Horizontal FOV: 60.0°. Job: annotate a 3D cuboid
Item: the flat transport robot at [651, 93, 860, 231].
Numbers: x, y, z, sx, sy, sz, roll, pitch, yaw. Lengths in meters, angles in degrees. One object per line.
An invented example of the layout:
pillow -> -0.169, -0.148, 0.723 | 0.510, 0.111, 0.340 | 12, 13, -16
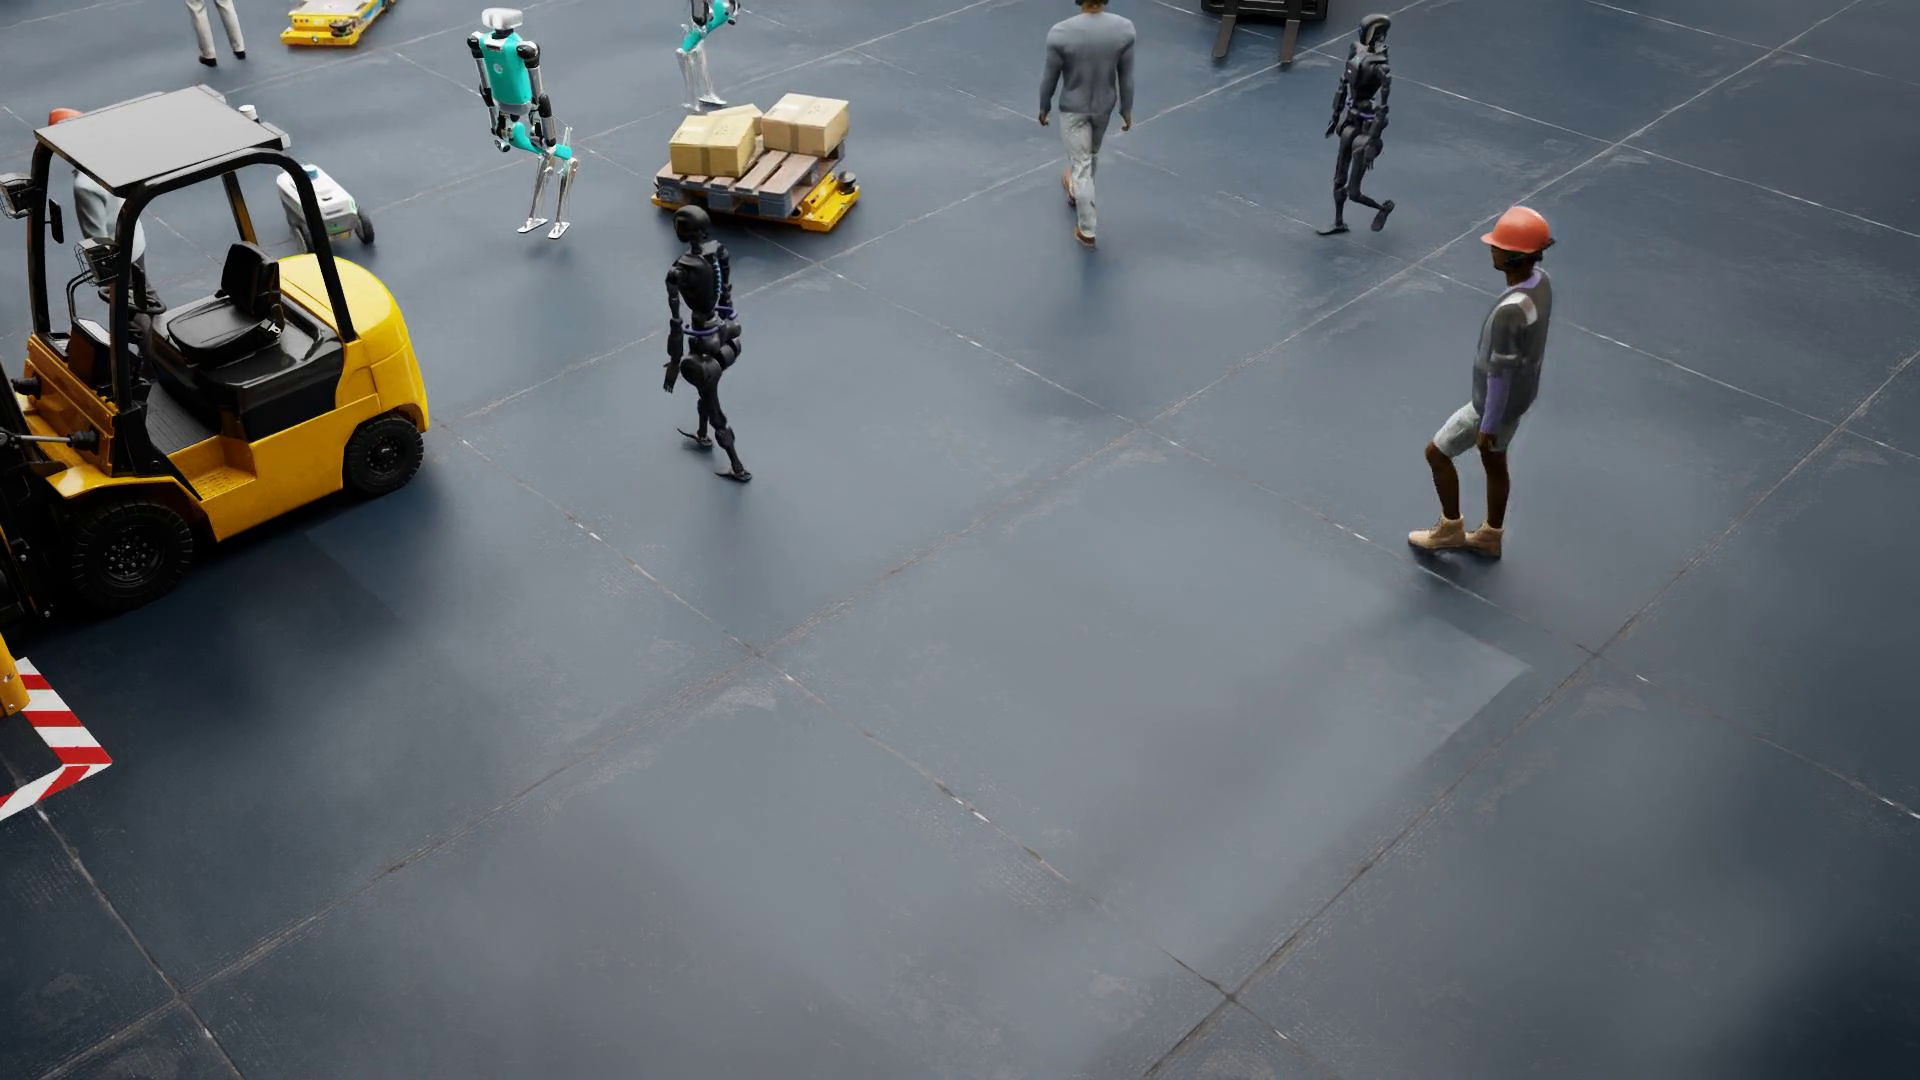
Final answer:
flat transport robot -> -1.539, -2.626, 12.511 | 1.431, 0.231, 0.659 | 11, 38, 15

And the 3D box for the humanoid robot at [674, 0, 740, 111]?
humanoid robot -> -2.117, -4.374, 13.628 | 0.807, 1.766, 0.532 | 23, 43, 28

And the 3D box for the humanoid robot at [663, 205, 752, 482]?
humanoid robot -> -1.477, -1.110, 9.320 | 0.627, 1.639, 0.585 | 17, 40, 22

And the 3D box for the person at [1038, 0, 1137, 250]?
person -> 0.858, -3.100, 11.791 | 0.653, 1.888, 0.984 | -9, 38, -12

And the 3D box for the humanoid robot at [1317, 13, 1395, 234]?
humanoid robot -> 2.882, -2.929, 11.741 | 0.510, 1.639, 0.600 | -13, 39, -16

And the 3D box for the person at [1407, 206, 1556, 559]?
person -> 2.704, -0.765, 8.564 | 0.630, 2.019, 0.617 | 22, 42, 26

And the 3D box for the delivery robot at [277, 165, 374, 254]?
delivery robot -> -4.605, -2.386, 11.964 | 0.499, 0.610, 0.811 | -25, 43, -30

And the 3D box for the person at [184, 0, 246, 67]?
person -> -6.651, -5.037, 14.475 | 0.550, 1.782, 0.384 | -27, 44, -31

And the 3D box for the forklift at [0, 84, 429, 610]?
forklift -> -4.145, -1.093, 8.856 | 2.313, 2.155, 1.214 | -31, 47, -34

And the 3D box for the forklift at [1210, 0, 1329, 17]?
forklift -> 3.106, -6.400, 15.960 | 1.214, 2.155, 2.313 | 8, 37, 10

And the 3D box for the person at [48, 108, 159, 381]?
person -> -5.187, -1.801, 10.180 | 0.351, 1.739, 0.572 | -4, 37, -5

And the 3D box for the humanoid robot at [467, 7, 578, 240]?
humanoid robot -> -2.947, -2.951, 11.609 | 0.533, 1.677, 0.735 | 15, 39, 19

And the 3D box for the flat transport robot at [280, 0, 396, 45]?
flat transport robot -> -5.832, -5.004, 15.695 | 0.659, 0.231, 1.431 | 2, 37, 3
